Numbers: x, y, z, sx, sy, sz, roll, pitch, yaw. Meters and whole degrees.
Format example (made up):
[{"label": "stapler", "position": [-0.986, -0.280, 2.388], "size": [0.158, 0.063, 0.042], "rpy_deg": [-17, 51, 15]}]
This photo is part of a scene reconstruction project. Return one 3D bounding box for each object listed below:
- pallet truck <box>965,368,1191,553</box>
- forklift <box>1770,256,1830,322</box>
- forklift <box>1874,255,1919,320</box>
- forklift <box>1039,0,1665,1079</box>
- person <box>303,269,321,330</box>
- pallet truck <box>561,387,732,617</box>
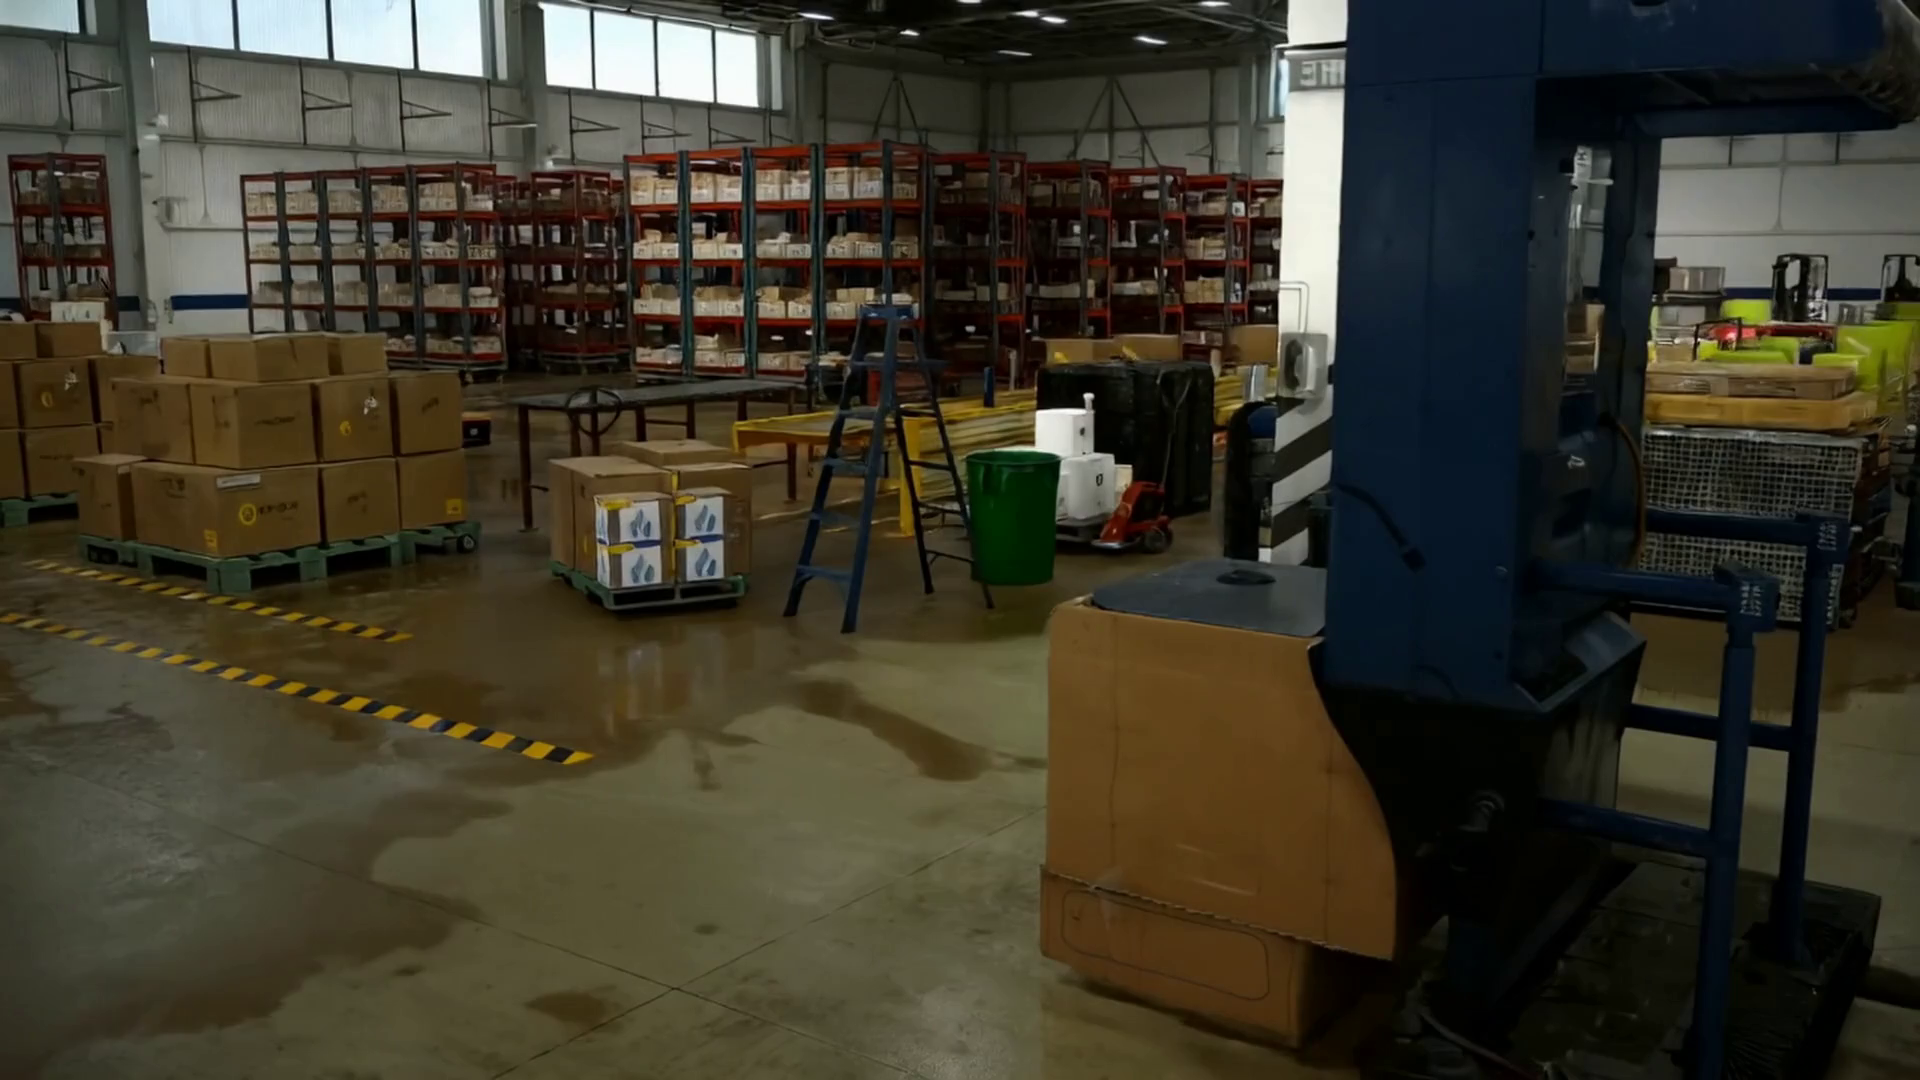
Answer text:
[{"label": "pallet truck", "position": [0.845, -0.609, 11.869], "size": [1.630, 1.274, 0.653], "rpy_deg": [7, 12, 35]}, {"label": "forklift", "position": [20.253, -5.854, 40.139], "size": [1.157, 1.987, 2.680], "rpy_deg": [7, 12, 35]}, {"label": "forklift", "position": [22.089, -5.634, 38.796], "size": [1.157, 1.987, 2.680], "rpy_deg": [6, 11, 33]}, {"label": "forklift", "position": [1.249, -0.137, 4.360], "size": [1.873, 2.768, 1.129], "rpy_deg": [7, 12, 35]}, {"label": "person", "position": [-13.230, -4.601, 34.005], "size": [0.389, 1.850, 0.566], "rpy_deg": [-1, 10, -8]}, {"label": "pallet truck", "position": [-1.981, -0.274, 10.088], "size": [0.680, 1.201, 1.601], "rpy_deg": [-5, 11, -28]}]
